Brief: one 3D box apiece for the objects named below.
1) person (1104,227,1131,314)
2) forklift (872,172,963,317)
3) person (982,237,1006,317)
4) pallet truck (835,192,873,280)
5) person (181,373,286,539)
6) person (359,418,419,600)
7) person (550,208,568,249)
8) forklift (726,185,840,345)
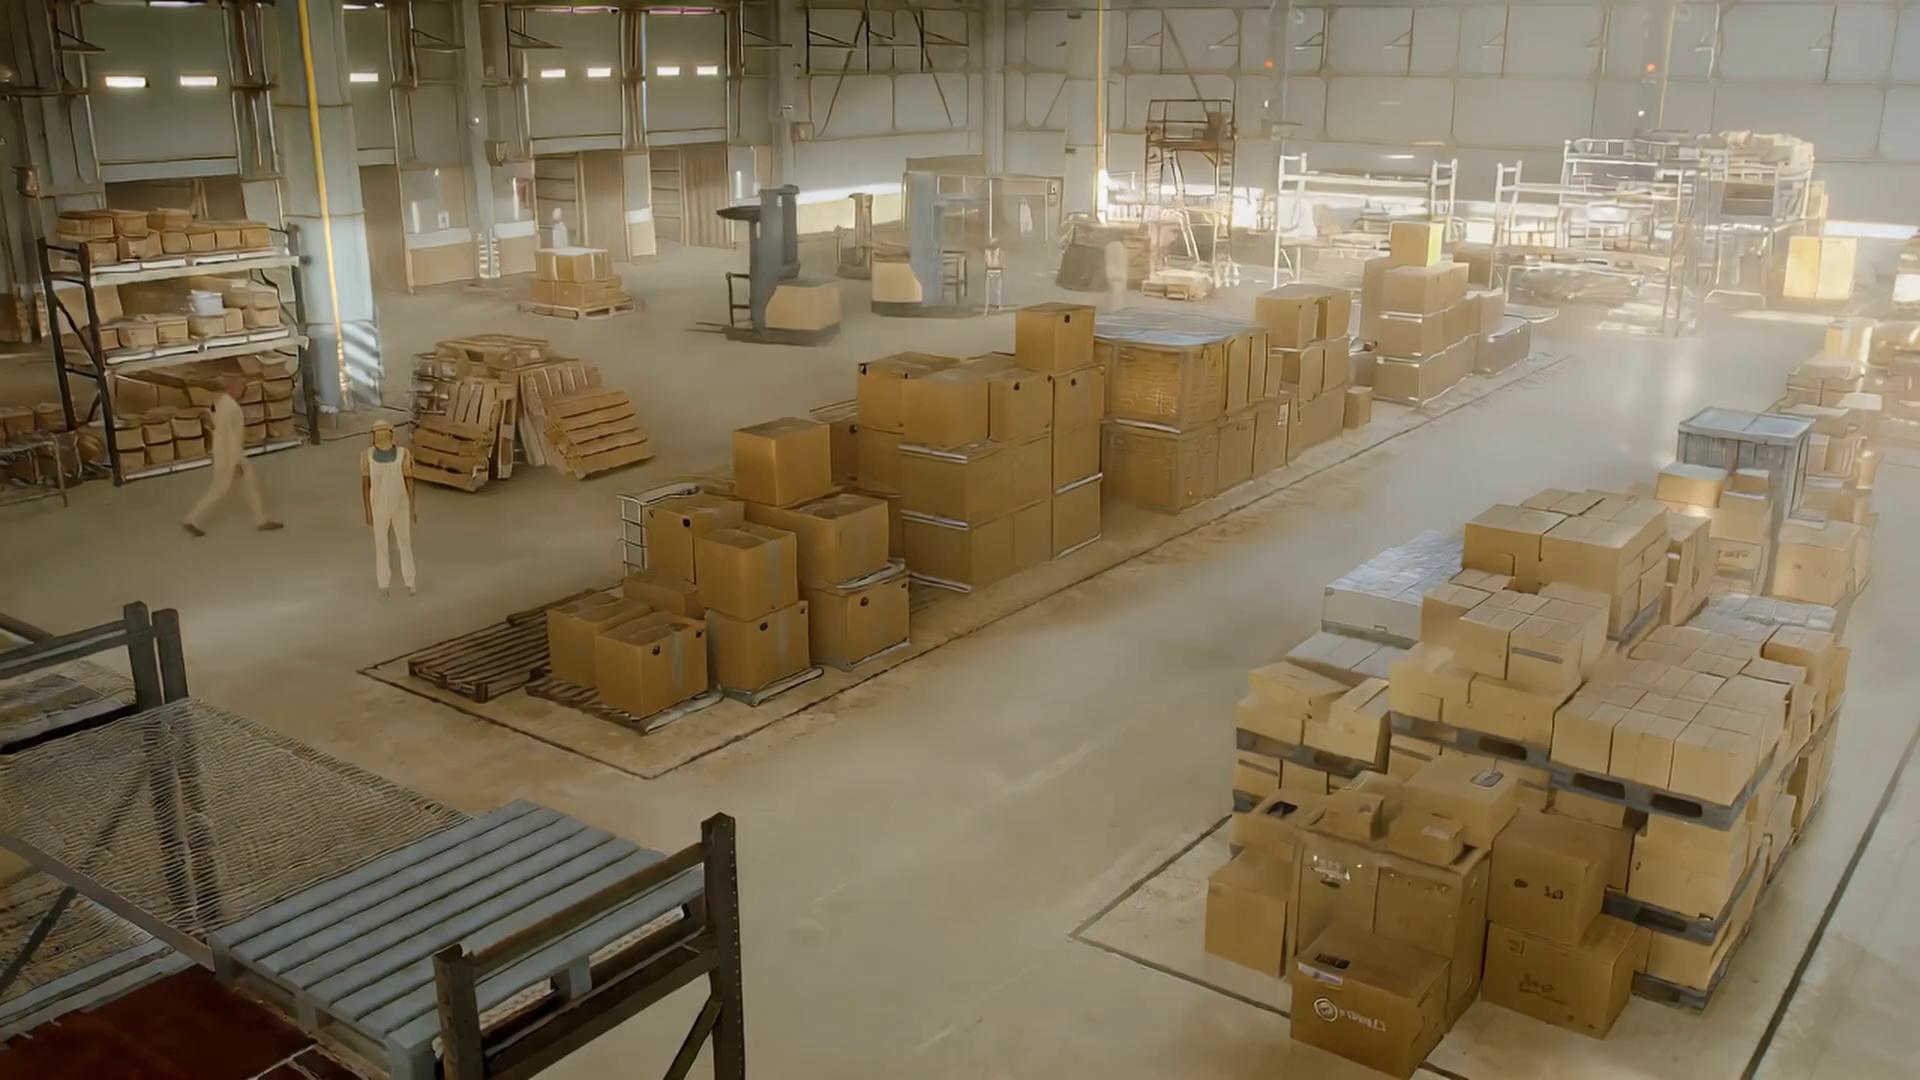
[{"bbox_3d":[3.086,-5.094,32.273,0.486,1.920,0.662,-11,20,-33],"label":"person"},{"bbox_3d":[-0.798,-5.988,33.602,1.873,2.768,1.129,3,17,9],"label":"forklift"},{"bbox_3d":[0.683,-5.273,33.420,0.526,1.588,0.858,5,18,16],"label":"person"},{"bbox_3d":[-1.936,-7.159,38.982,1.885,1.965,0.823,-12,21,-34],"label":"pallet truck"},{"bbox_3d":[-8.255,-0.926,18.601,1.056,1.869,0.641,-8,19,-26],"label":"person"},{"bbox_3d":[-5.681,-0.316,16.585,0.506,1.846,0.344,-7,18,-21],"label":"person"},{"bbox_3d":[-8.733,-6.289,36.277,0.694,1.909,0.557,-9,19,-28],"label":"person"},{"bbox_3d":[-3.275,-5.106,30.683,1.873,2.768,1.129,6,18,21],"label":"forklift"}]
